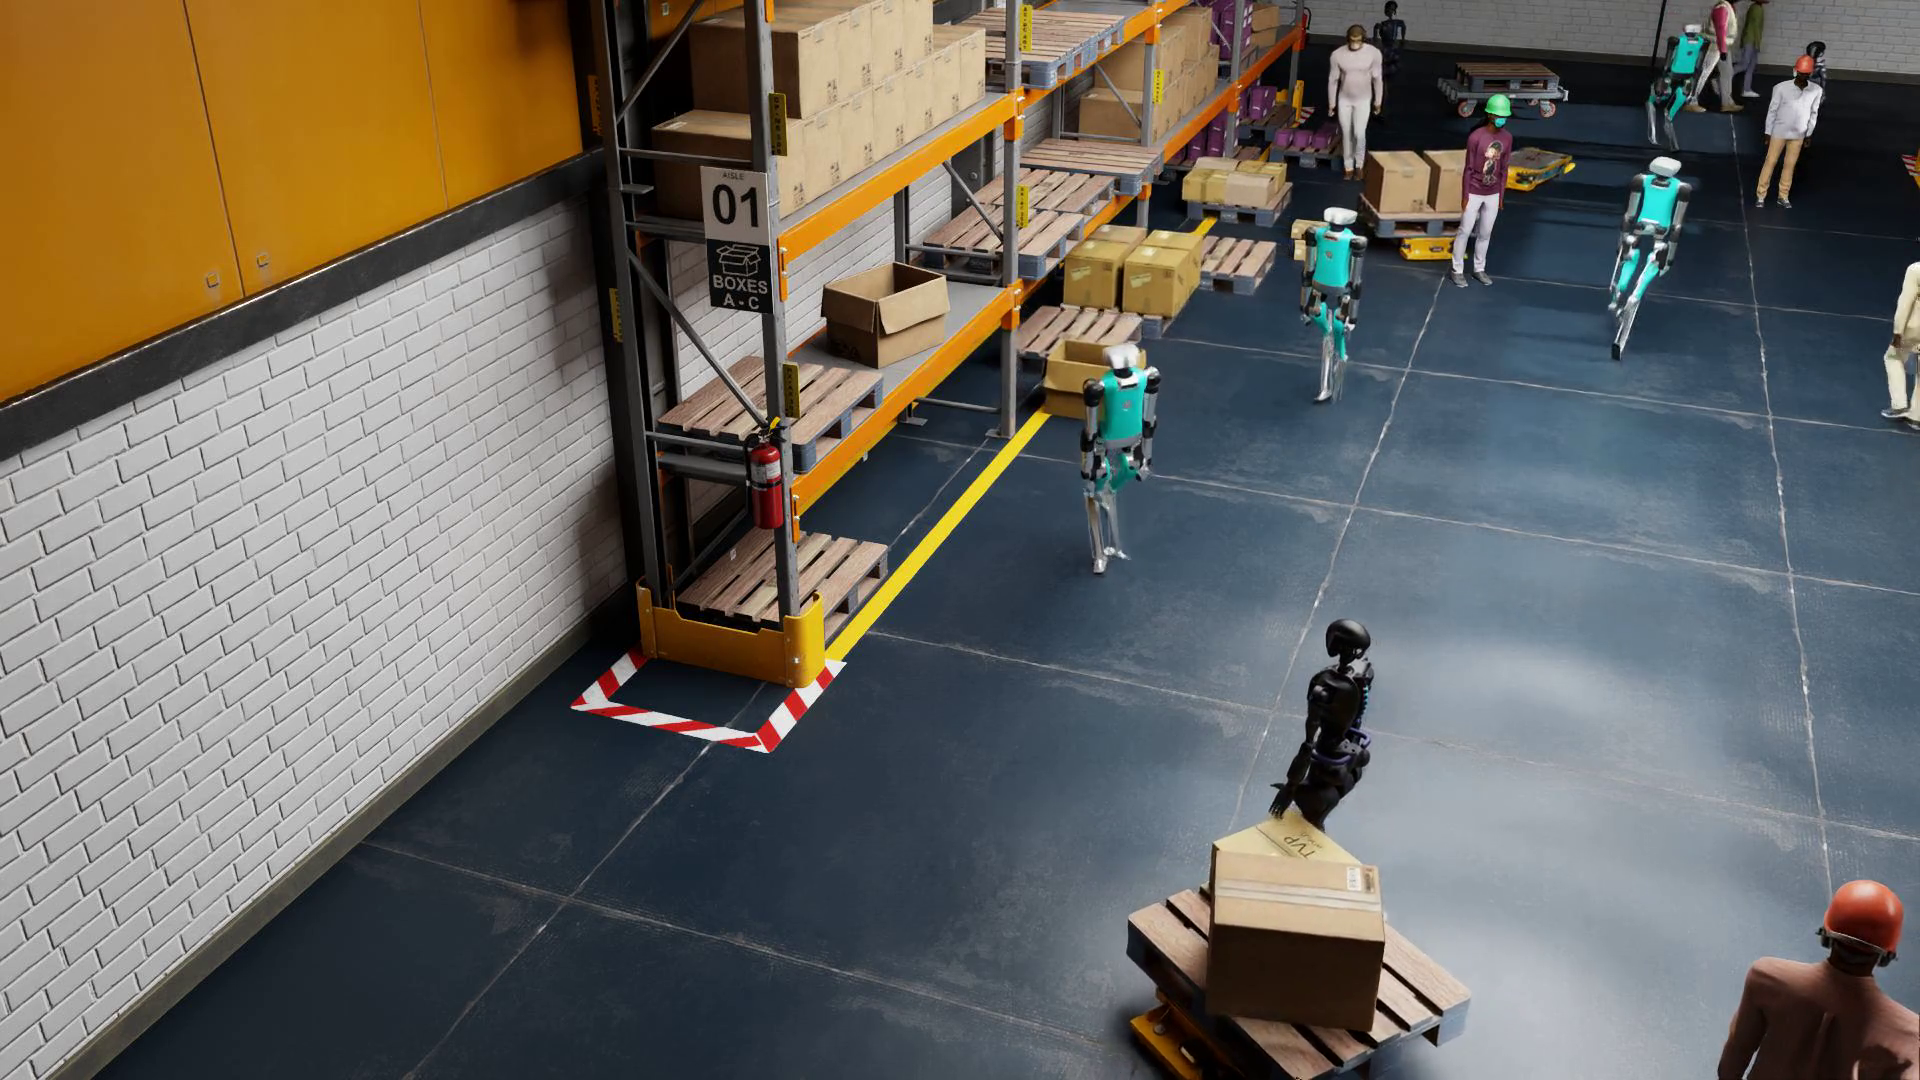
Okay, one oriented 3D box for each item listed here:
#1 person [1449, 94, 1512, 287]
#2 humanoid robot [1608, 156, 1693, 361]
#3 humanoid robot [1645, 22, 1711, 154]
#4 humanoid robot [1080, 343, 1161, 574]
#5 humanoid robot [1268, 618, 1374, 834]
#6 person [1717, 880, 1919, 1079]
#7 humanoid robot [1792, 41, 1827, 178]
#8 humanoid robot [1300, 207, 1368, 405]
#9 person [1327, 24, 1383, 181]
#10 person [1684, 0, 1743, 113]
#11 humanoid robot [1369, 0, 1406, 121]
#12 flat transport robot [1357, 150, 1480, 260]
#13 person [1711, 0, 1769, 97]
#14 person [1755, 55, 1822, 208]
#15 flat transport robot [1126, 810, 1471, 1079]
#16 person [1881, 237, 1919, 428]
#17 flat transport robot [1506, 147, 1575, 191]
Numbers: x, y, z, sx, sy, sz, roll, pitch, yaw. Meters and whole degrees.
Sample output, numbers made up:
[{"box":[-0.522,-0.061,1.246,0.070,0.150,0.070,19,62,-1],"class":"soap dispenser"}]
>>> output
[{"box":[5.269,-3.519,16.758,0.482,1.944,0.431,-5,28,-9],"class":"person"},{"box":[6.116,-2.510,15.044,0.553,1.774,0.947,19,33,32],"class":"humanoid robot"},{"box":[9.196,-5.848,21.499,0.541,1.724,1.035,0,27,-1],"class":"humanoid robot"},{"box":[0.972,-0.570,11.268,0.610,1.793,0.838,-10,29,-19],"class":"humanoid robot"},{"box":[1.738,1.103,8.071,0.408,1.657,0.601,23,35,37],"class":"humanoid robot"},{"box":[3.005,2.048,5.912,0.611,1.986,0.402,23,35,37],"class":"person"},{"box":[10.519,-5.326,20.554,0.457,1.647,0.601,-3,27,-5],"class":"humanoid robot"},{"box":[3.172,-1.898,13.957,0.542,1.906,0.718,19,33,33],"class":"humanoid robot"},{"box":[4.792,-5.327,20.293,0.652,1.909,0.479,11,29,20],"class":"person"},{"box":[10.839,-6.939,23.536,0.858,1.810,0.647,19,33,33],"class":"person"},{"box":[5.924,-6.656,23.119,0.609,1.642,0.353,-11,29,-20],"class":"humanoid robot"},{"box":[5.059,-3.372,18.291,0.659,0.231,1.431,-1,27,-1],"class":"flat transport robot"},{"box":[11.577,-7.345,24.522,0.693,1.612,0.490,6,28,12],"class":"person"},{"box":[9.640,-4.746,19.334,0.561,1.751,0.324,3,27,6],"class":"person"},{"box":[1.551,2.127,7.624,1.431,0.231,0.659,-15,31,-27],"class":"flat transport robot"},{"box":[7.857,-1.759,13.566,0.584,1.726,0.400,-1,27,-2],"class":"person"},{"box":[7.072,-4.628,20.728,0.659,0.231,1.431,21,34,35],"class":"flat transport robot"}]
